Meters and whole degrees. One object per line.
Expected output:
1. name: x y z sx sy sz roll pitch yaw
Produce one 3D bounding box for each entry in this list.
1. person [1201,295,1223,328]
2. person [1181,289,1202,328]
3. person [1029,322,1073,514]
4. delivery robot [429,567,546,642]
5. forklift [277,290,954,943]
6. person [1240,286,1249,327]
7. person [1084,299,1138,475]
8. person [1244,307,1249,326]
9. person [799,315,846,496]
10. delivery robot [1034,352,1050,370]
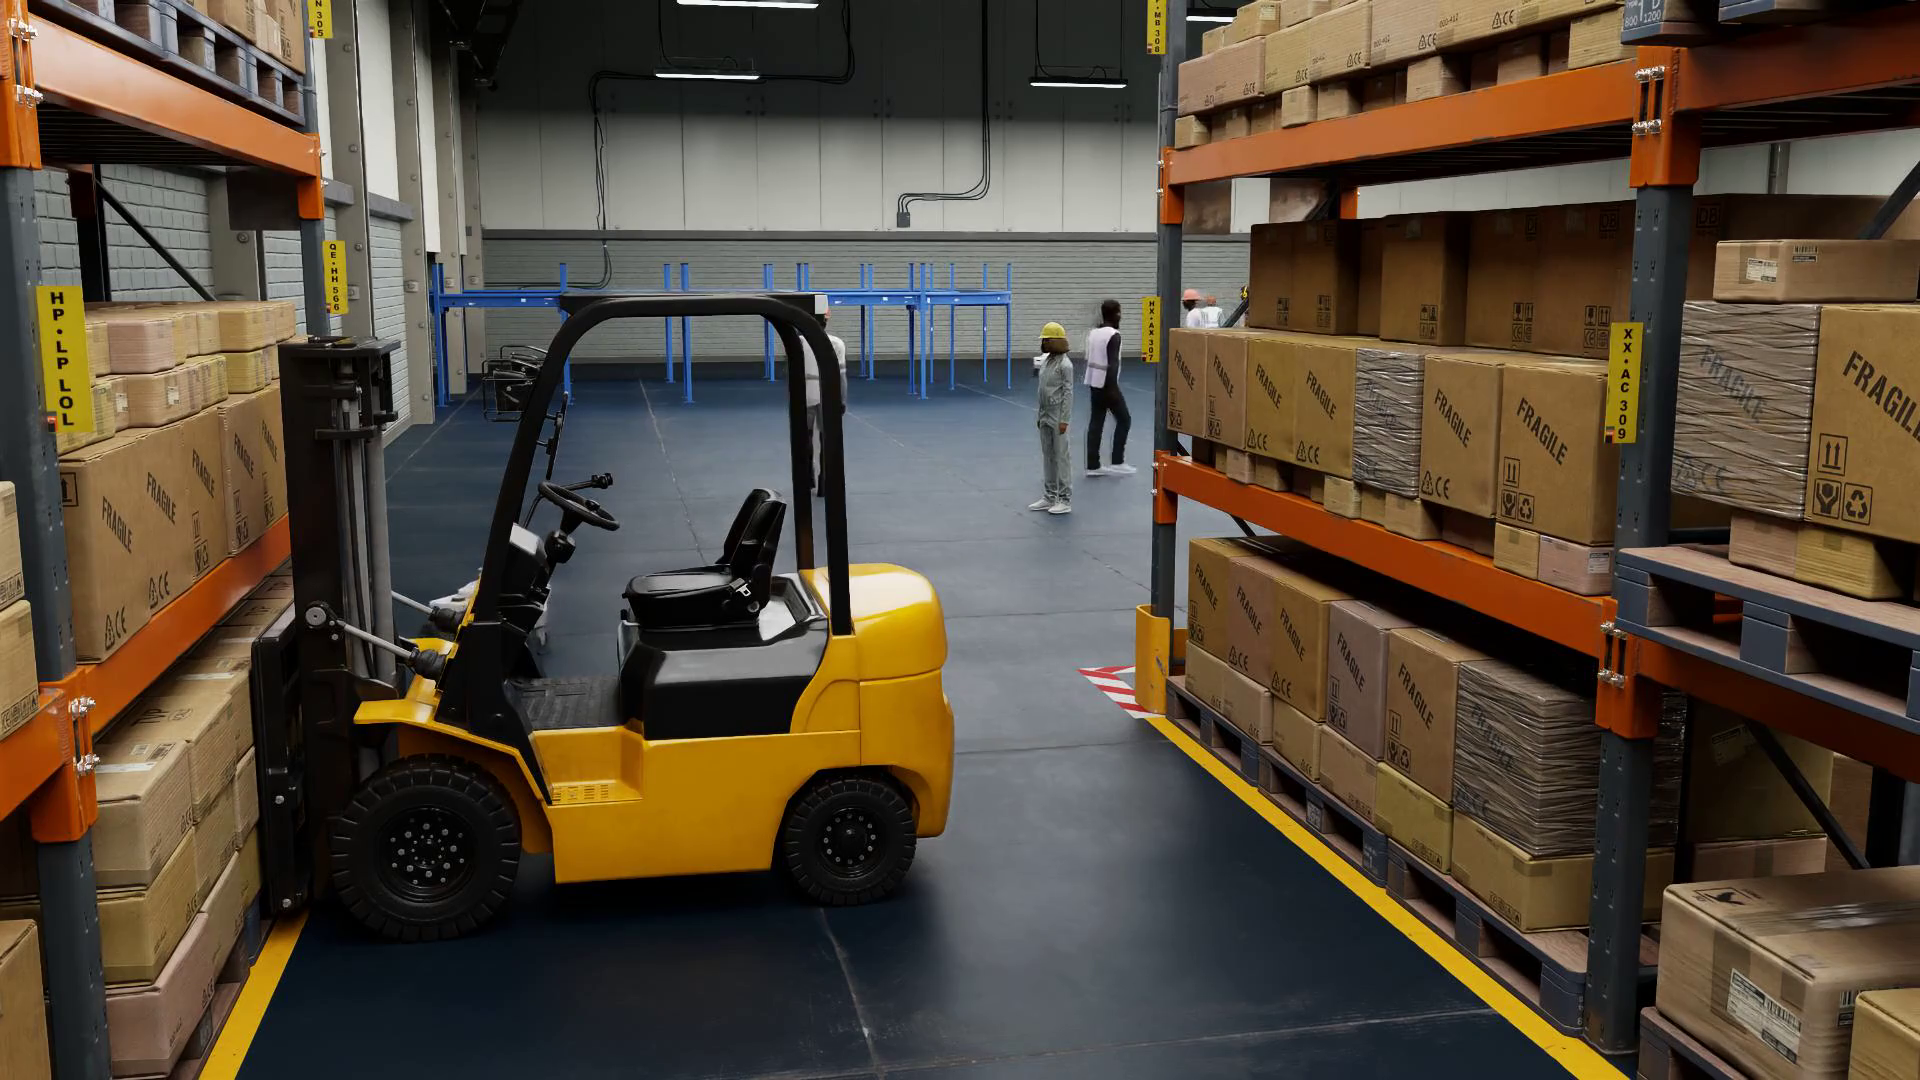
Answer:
1. person: 5.478 -4.511 36.268 0.522 1.636 0.311 -2 9 -9
2. person: 3.819 -3.127 27.040 0.891 1.907 0.545 1 9 9
3. person: 0.852 -1.125 15.308 0.296 1.744 0.487 -5 11 -29
4. delivery robot: -2.688 0.397 9.492 0.477 0.478 0.707 4 10 22
5. forklift: -1.179 0.175 6.143 2.313 2.155 1.214 -2 10 -12
6. person: 5.685 -4.105 33.121 0.314 1.860 0.535 4 10 24
7. person: 1.674 -1.652 18.042 0.692 1.895 0.630 -4 10 -22
8. person: 3.760 -2.069 20.943 0.998 1.794 0.618 -6 11 -31
9. person: -1.423 -1.433 16.700 0.561 1.903 0.870 0 9 -3
10. delivery robot: 1.820 -3.649 34.150 0.477 0.478 0.707 -5 11 -27
